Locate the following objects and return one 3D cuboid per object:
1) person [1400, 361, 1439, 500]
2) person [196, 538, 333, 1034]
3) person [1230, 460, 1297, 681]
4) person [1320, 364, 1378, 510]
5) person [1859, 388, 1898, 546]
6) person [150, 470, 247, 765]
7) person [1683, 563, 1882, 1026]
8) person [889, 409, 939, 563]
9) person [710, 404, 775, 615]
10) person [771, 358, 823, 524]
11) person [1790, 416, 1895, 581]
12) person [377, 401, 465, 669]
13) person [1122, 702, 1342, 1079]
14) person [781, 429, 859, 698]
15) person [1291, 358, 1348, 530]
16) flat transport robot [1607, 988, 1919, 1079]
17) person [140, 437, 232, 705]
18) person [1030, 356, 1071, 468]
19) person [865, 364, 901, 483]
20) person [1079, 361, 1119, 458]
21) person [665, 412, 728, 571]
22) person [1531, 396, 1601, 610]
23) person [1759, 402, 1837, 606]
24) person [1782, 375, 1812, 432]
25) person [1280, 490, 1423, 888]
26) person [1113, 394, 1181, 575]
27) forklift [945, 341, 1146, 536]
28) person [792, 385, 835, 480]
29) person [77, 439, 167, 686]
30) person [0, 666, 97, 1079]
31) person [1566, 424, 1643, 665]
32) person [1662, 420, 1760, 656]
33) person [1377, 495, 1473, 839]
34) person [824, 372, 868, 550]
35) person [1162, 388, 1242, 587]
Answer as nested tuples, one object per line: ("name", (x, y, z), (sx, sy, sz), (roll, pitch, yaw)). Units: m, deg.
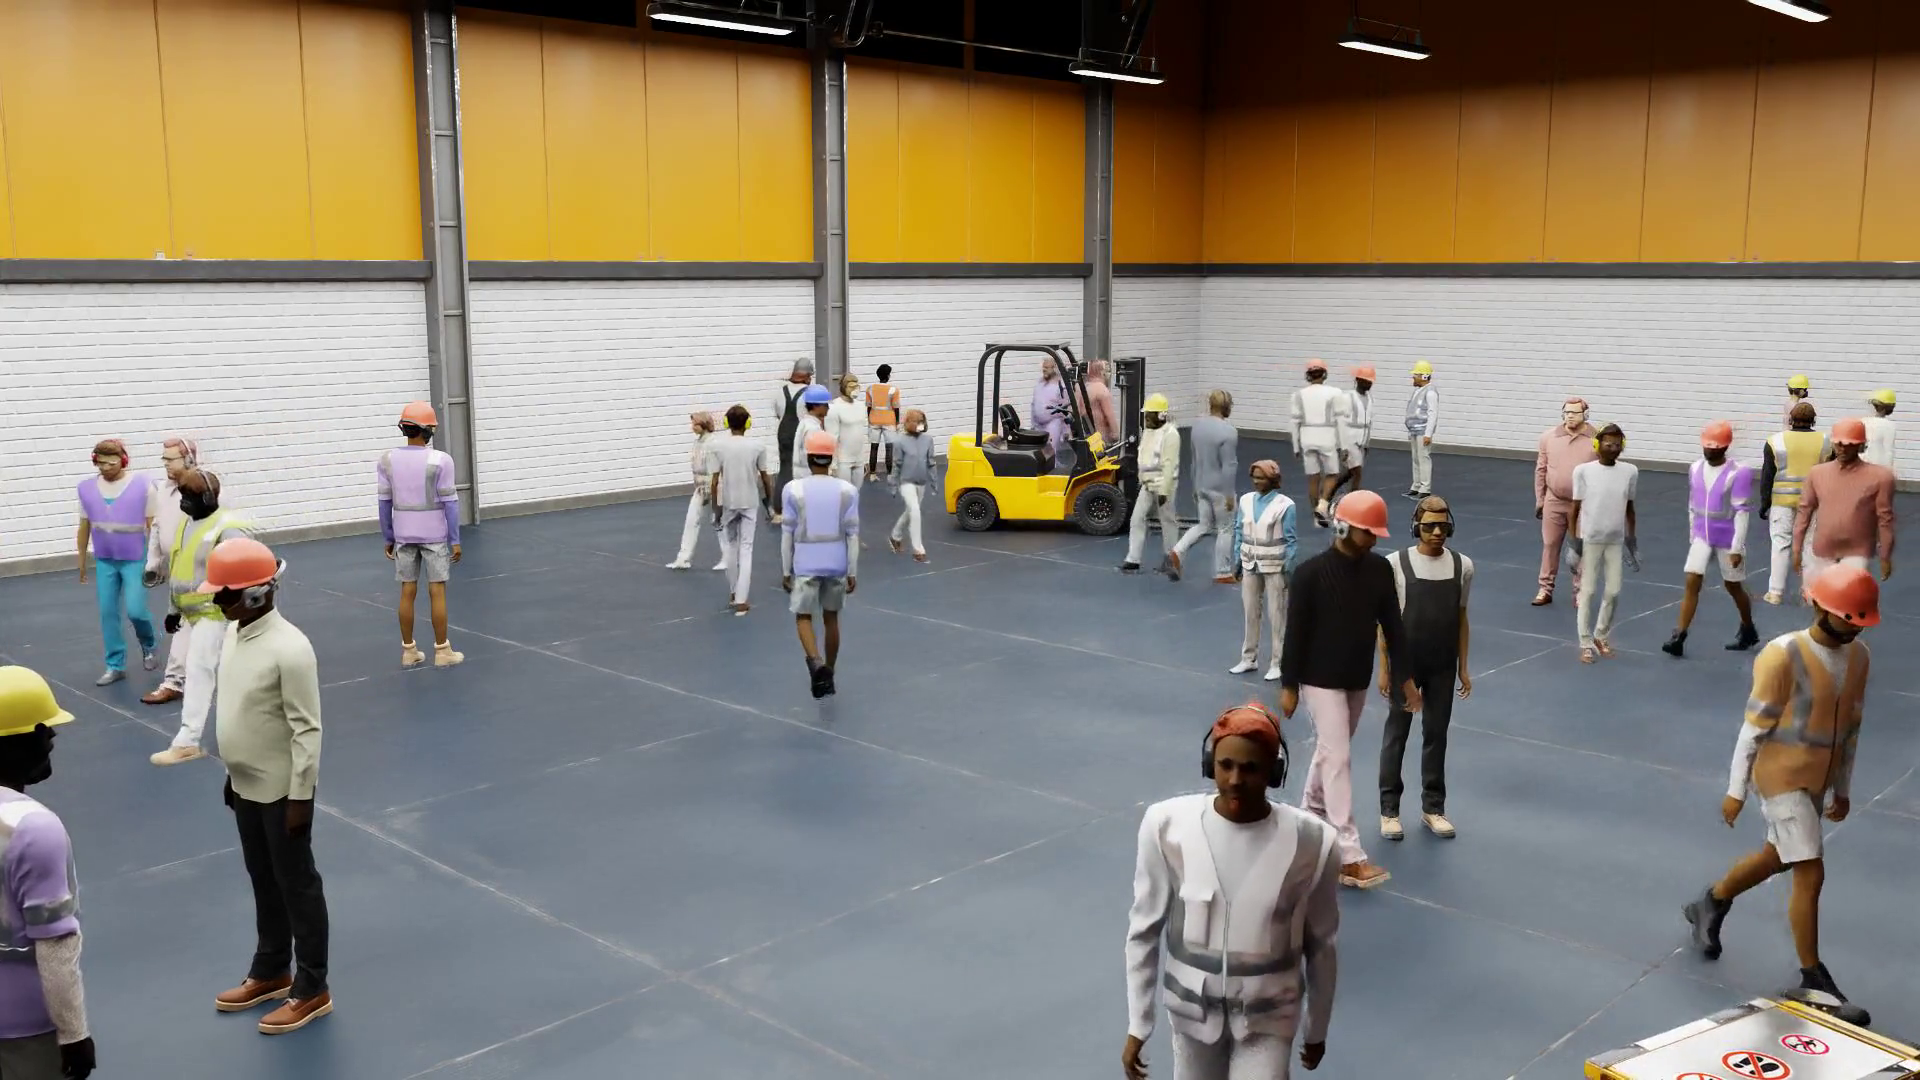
("person", (6.057, -1.438, 21.891), (0.404, 1.829, 0.610), (-1, 9, -4))
("person", (-2.782, 0.968, 6.653), (0.608, 1.988, 0.392), (8, 12, 40))
("person", (2.254, 0.218, 12.322), (0.310, 1.636, 0.523), (-9, 13, -43))
("person", (4.771, -1.231, 20.427), (0.557, 1.902, 0.824), (-7, 12, -39))
("person", (9.867, -0.766, 18.023), (0.504, 1.754, 0.528), (-2, 9, -11))
("person", (-4.677, 0.440, 10.473), (0.631, 1.806, 0.941), (8, 12, 41))
("person", (3.445, 0.977, 6.989), (0.575, 1.877, 0.923), (-5, 10, -26))
("person", (-0.528, -0.593, 17.470), (0.507, 1.600, 0.834), (-7, 12, -38))
("person", (-1.928, -0.295, 14.857), (0.524, 1.837, 0.878), (1, 9, 3))
("person", (-1.896, -1.216, 19.878), (0.680, 2.000, 1.022), (5, 10, 27))
("person", (6.336, 0.094, 12.044), (0.792, 1.967, 0.662), (-9, 13, -43))
("person", (-4.080, -0.036, 12.637), (0.616, 2.041, 0.383), (1, 9, 7))
("person", (0.795, 1.344, 4.805), (0.574, 1.851, 0.902), (3, 10, 19))
("person", (-0.969, 0.189, 11.666), (0.549, 1.920, 0.694), (-2, 10, -13))
("person", (4.163, -1.098, 19.272), (0.698, 2.001, 0.583), (5, 10, 28))
("flat transport robot", (2.878, 1.941, 5.936), (1.431, 0.197, 0.652), (-5, 11, -30))
("person", (-5.470, 0.182, 11.898), (0.645, 1.864, 0.990), (6, 11, 34))
("person", (1.239, -1.526, 22.253), (0.685, 1.887, 0.652), (-8, 12, -39))
("person", (-1.087, -1.646, 23.590), (0.532, 1.691, 0.318), (3, 10, 17))
("person", (1.835, -1.376, 21.435), (1.000, 1.853, 0.661), (-3, 10, -16))
("person", (-2.596, -0.467, 16.595), (0.778, 1.604, 0.532), (-7, 12, -38))
("person", (5.452, -0.331, 14.864), (0.642, 1.909, 0.399), (6, 11, 32))
("person", (7.553, -0.325, 15.027), (0.624, 1.845, 0.430), (3, 10, 17))
("person", (10.051, -1.108, 20.062), (0.314, 1.769, 0.525), (3, 10, 18))
("person", (1.984, 0.724, 8.282), (0.609, 1.939, 0.948), (-6, 11, -32))
("person", (1.846, -0.532, 16.385), (0.760, 1.804, 0.627), (-4, 10, -23))
("forklift", (0.977, -1.223, 19.452), (2.313, 2.155, 1.214), (2, 9, 11))
("person", (-1.380, -0.520, 15.926), (0.439, 1.932, 0.635), (-2, 9, -12))
("person", (-6.107, 0.156, 12.141), (0.674, 1.816, 0.497), (0, 9, -1))
("person", (-2.676, 1.307, 4.755), (0.589, 1.928, 0.385), (6, 11, 32))
("person", (4.977, 0.022, 12.865), (0.590, 1.857, 0.498), (0, 9, 1))
("person", (5.942, -0.016, 13.043), (1.020, 1.878, 0.590), (-6, 11, -31))
("person", (2.477, 0.677, 8.871), (0.505, 1.846, 0.346), (-1, 9, -5))
("person", (-1.209, -0.825, 17.793), (0.353, 1.937, 0.635), (6, 11, 31))
("person", (2.340, -0.479, 15.781), (0.753, 1.917, 0.632), (-5, 10, -27))
